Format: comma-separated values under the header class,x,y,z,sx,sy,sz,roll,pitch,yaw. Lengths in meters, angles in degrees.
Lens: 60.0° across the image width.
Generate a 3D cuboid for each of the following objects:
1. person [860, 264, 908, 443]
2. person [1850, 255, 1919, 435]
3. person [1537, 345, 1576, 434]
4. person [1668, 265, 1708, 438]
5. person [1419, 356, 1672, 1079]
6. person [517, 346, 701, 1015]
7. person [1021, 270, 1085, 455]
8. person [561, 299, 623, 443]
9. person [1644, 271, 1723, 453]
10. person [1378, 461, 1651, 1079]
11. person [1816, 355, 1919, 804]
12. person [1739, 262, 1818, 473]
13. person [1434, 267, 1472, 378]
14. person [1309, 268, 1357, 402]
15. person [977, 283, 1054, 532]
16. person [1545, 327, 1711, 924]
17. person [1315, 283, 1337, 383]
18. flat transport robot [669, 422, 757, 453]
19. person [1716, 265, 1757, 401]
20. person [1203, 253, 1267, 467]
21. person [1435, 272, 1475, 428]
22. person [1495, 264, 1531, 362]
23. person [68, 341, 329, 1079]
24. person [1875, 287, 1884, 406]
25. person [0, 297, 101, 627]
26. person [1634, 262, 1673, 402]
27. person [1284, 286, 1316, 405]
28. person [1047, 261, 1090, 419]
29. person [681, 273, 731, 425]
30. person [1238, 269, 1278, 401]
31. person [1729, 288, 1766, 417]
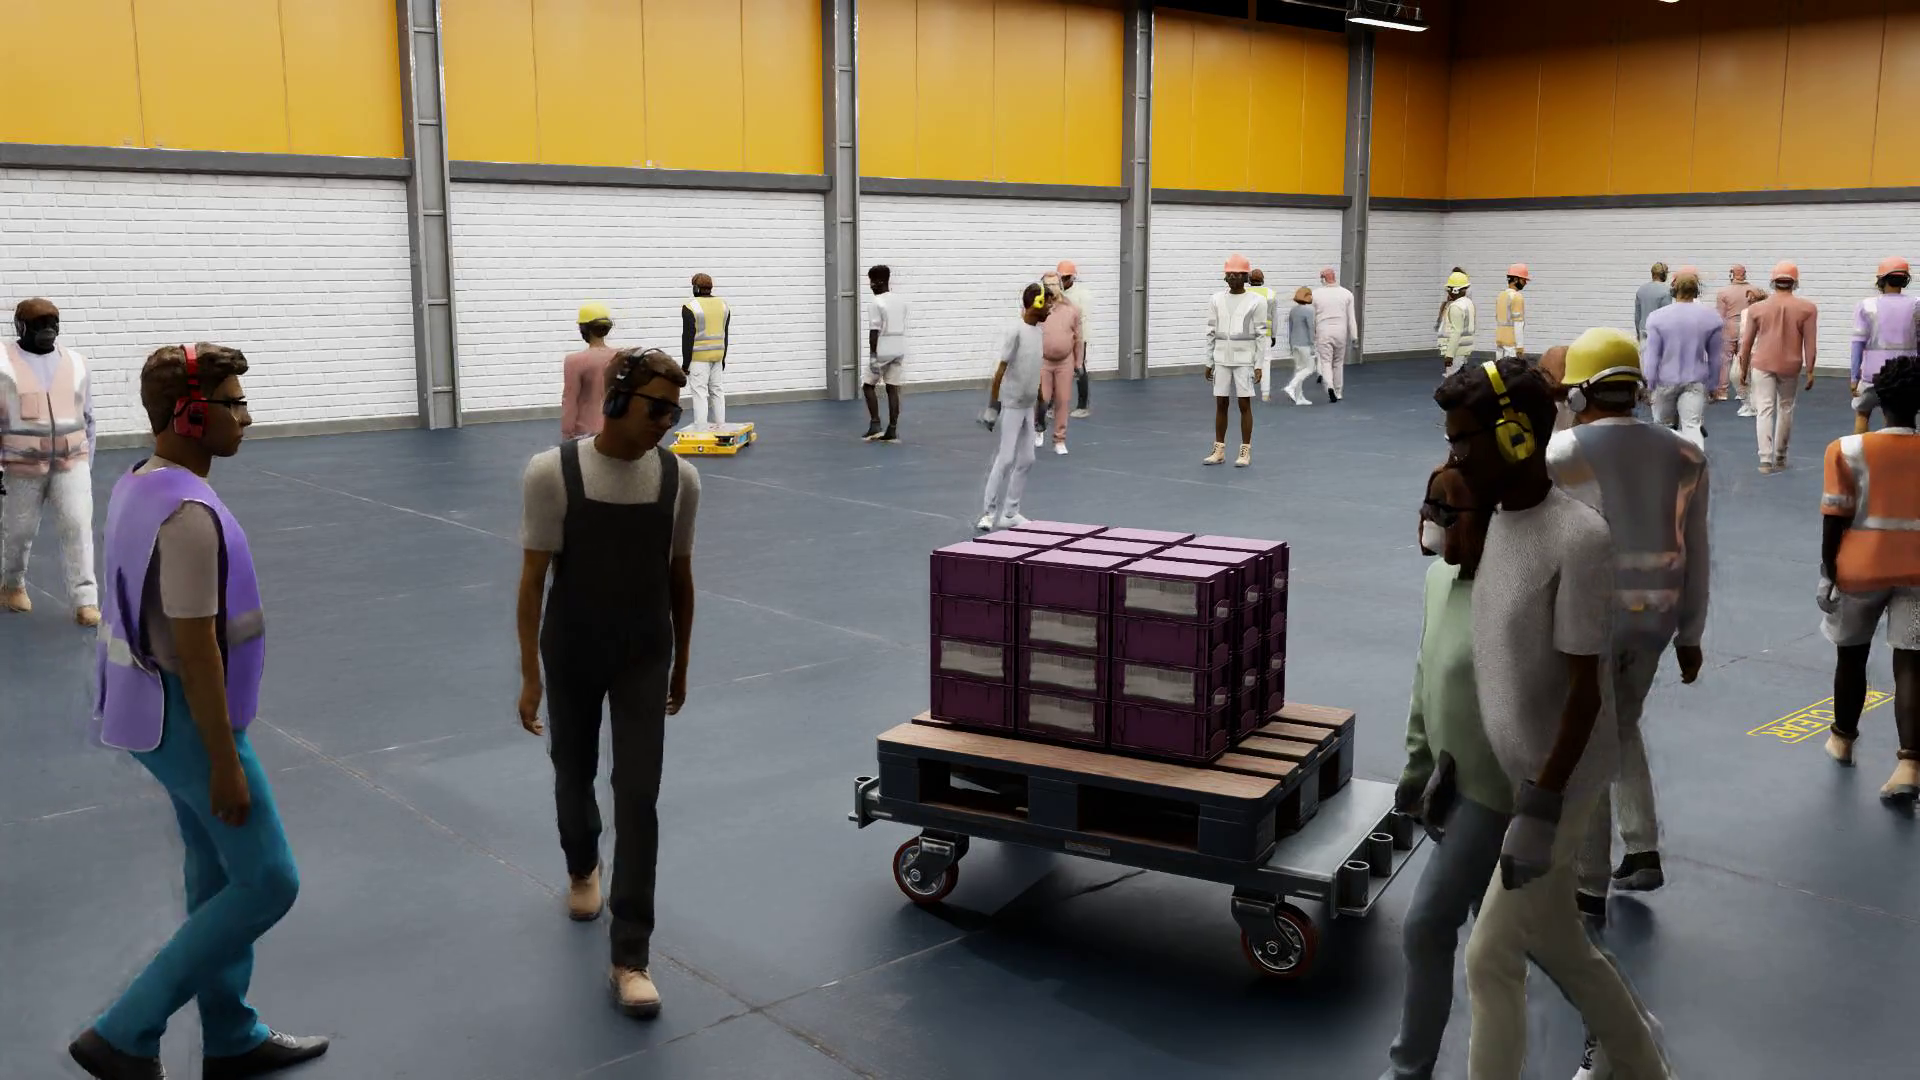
class,x,y,z,sx,sy,sz,roll,pitch,yaw
person,-0.816,-2.023,18.096,0.594,1.928,0.528,-10,14,-44
person,8.056,-1.449,14.468,0.624,2.019,0.637,3,10,19
person,2.815,-0.098,7.769,0.506,1.612,0.646,-1,10,-6
person,7.933,-2.038,18.235,0.499,1.944,0.551,4,11,23
person,1.289,0.515,3.582,0.796,1.826,0.511,0,10,-3
person,-1.006,0.332,4.754,0.544,1.786,0.967,-3,10,-18
person,0.943,-1.820,17.061,0.651,1.891,0.493,-1,10,-8
person,-2.357,-0.717,11.005,0.757,1.737,0.530,8,12,39
person,6.172,-1.337,14.202,0.644,1.905,0.981,2,10,9
person,1.264,0.580,3.825,0.799,1.600,0.490,-1,10,-3
person,3.525,0.134,6.280,0.538,1.657,0.856,3,10,19
person,7.748,-1.641,15.787,0.647,1.950,0.962,4,11,23
person,8.132,-3.579,27.494,0.882,1.832,0.517,-8,13,-40
person,5.189,-2.841,23.147,0.693,1.875,0.836,0,10,2
person,0.395,-0.966,12.223,0.449,1.829,0.670,6,12,33
person,1.965,0.260,5.110,0.602,1.808,0.473,-2,10,-12
person,5.784,-3.232,26.070,0.533,1.621,0.385,4,10,22
flat transport robot,-2.577,-1.080,17.435,0.652,0.197,1.431,0,10,3
person,10.844,-2.895,23.297,0.639,1.903,0.409,-1,10,-3
person,2.637,-1.721,15.994,0.604,2.048,0.368,6,11,31
person,5.832,-2.229,19.600,0.404,1.832,0.595,5,11,28
person,6.809,-2.433,20.516,0.374,1.928,0.542,-2,10,-9
person,-1.812,0.452,3.908,0.496,1.830,0.576,-6,12,-33
person,12.467,-2.663,22.375,0.364,1.744,0.541,-2,10,-9
person,-5.105,-0.442,9.223,0.873,1.811,0.623,10,14,44
person,9.610,-2.869,23.035,0.379,1.940,0.629,-4,10,-21
person,4.608,-2.628,22.525,0.434,1.621,0.514,-4,11,-23
person,1.296,-2.463,20.600,0.626,1.944,0.985,8,12,38
person,-2.762,-1.943,17.900,0.429,1.844,0.626,8,12,38
person,4.118,-2.852,23.218,0.621,1.845,0.429,1,10,4
person,9.928,-2.347,20.872,0.377,1.622,0.539,-3,10,-18
